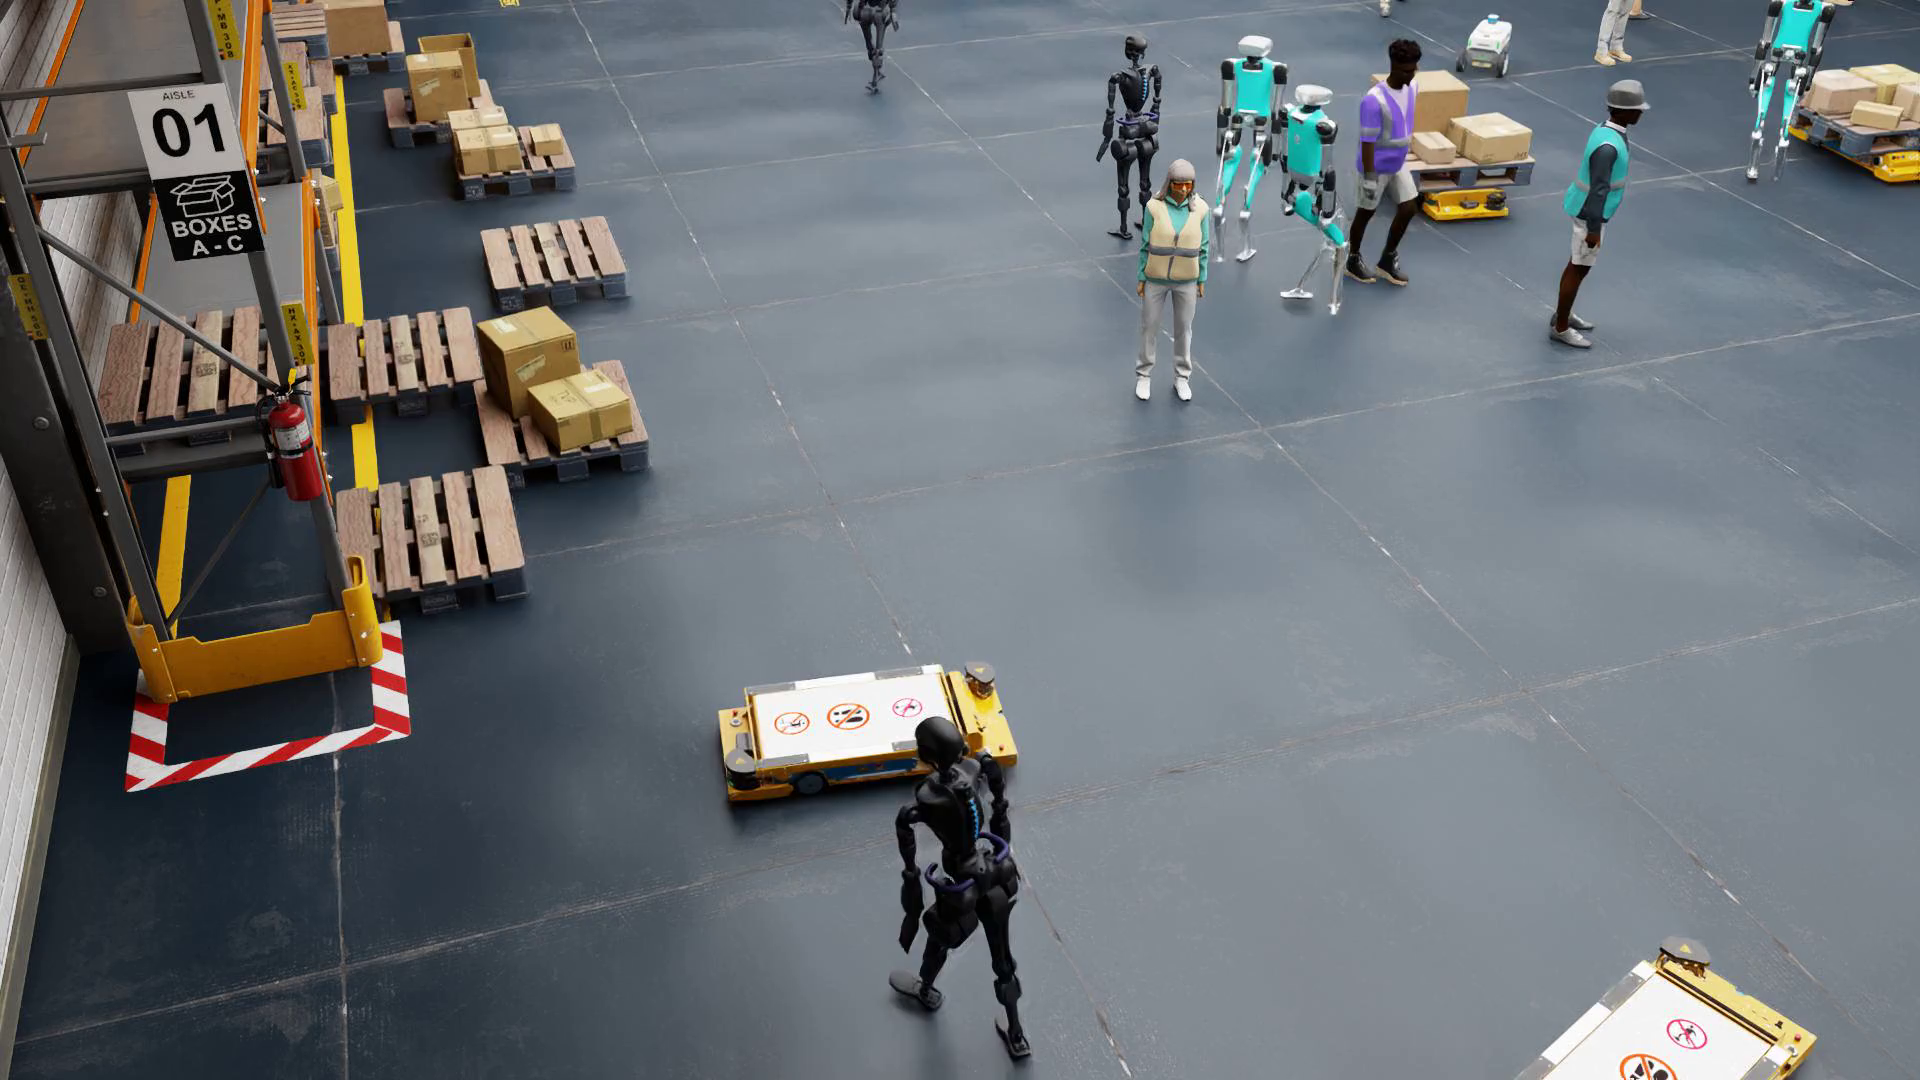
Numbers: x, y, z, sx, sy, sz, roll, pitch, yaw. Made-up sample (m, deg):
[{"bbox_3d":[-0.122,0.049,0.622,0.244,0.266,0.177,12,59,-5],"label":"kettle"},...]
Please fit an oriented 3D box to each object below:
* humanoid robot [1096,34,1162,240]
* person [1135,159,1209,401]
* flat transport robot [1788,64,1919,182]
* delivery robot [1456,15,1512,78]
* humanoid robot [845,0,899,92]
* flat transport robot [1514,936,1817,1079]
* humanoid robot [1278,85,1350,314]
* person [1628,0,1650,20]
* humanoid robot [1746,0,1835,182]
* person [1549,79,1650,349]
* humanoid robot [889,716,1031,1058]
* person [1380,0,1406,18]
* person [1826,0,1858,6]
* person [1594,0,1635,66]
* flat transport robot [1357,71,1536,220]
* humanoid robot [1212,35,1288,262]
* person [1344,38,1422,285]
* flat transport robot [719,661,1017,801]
[{"bbox_3d":[1.409,-3.309,13.632,0.599,1.657,0.315,-19,37,-26],"label":"humanoid robot"},{"bbox_3d":[1.428,-1.758,11.241,0.465,1.706,0.367,1,33,1],"label":"person"},{"bbox_3d":[8.471,-3.689,15.517,0.659,0.231,1.431,-8,34,-13],"label":"flat transport robot"},{"bbox_3d":[5.608,-5.252,17.662,0.499,0.606,0.807,15,36,21],"label":"delivery robot"},{"bbox_3d":[-0.919,-5.391,16.862,0.612,1.626,0.737,12,35,18],"label":"humanoid robot"},{"bbox_3d":[2.735,2.141,6.575,1.431,0.231,0.659,-25,41,-33],"label":"flat transport robot"},{"bbox_3d":[2.731,-2.550,12.425,0.783,1.784,0.548,-20,38,-27],"label":"humanoid robot"},{"bbox_3d":[7.838,-6.834,19.053,0.383,1.674,0.459,-14,36,-21],"label":"person"},{"bbox_3d":[7.201,-3.927,14.594,0.541,1.867,0.663,12,35,17],"label":"humanoid robot"},{"bbox_3d":[4.545,-2.350,11.933,0.432,1.939,0.554,13,35,18],"label":"person"},{"bbox_3d":[0.000,1.341,6.540,0.605,1.618,0.740,-28,43,-36],"label":"humanoid robot"},{"bbox_3d":[5.153,-7.079,19.323,0.605,1.798,0.947,10,34,15],"label":"person"},{"bbox_3d":[10.597,-7.158,19.435,0.479,1.798,0.553,18,37,25],"label":"person"},{"bbox_3d":[7.095,-5.991,17.581,0.459,1.874,0.344,-17,37,-24],"label":"person"},{"bbox_3d":[4.251,-3.191,14.753,0.659,0.231,1.431,-6,34,-8],"label":"flat transport robot"},{"bbox_3d":[2.209,-2.997,13.147,0.553,1.809,0.778,13,35,19],"label":"humanoid robot"},{"bbox_3d":[3.302,-2.846,12.686,0.644,1.941,0.664,-24,40,-32],"label":"person"},{"bbox_3d":[-0.477,0.959,8.388,1.431,0.231,0.659,-6,34,-9],"label":"flat transport robot"}]
